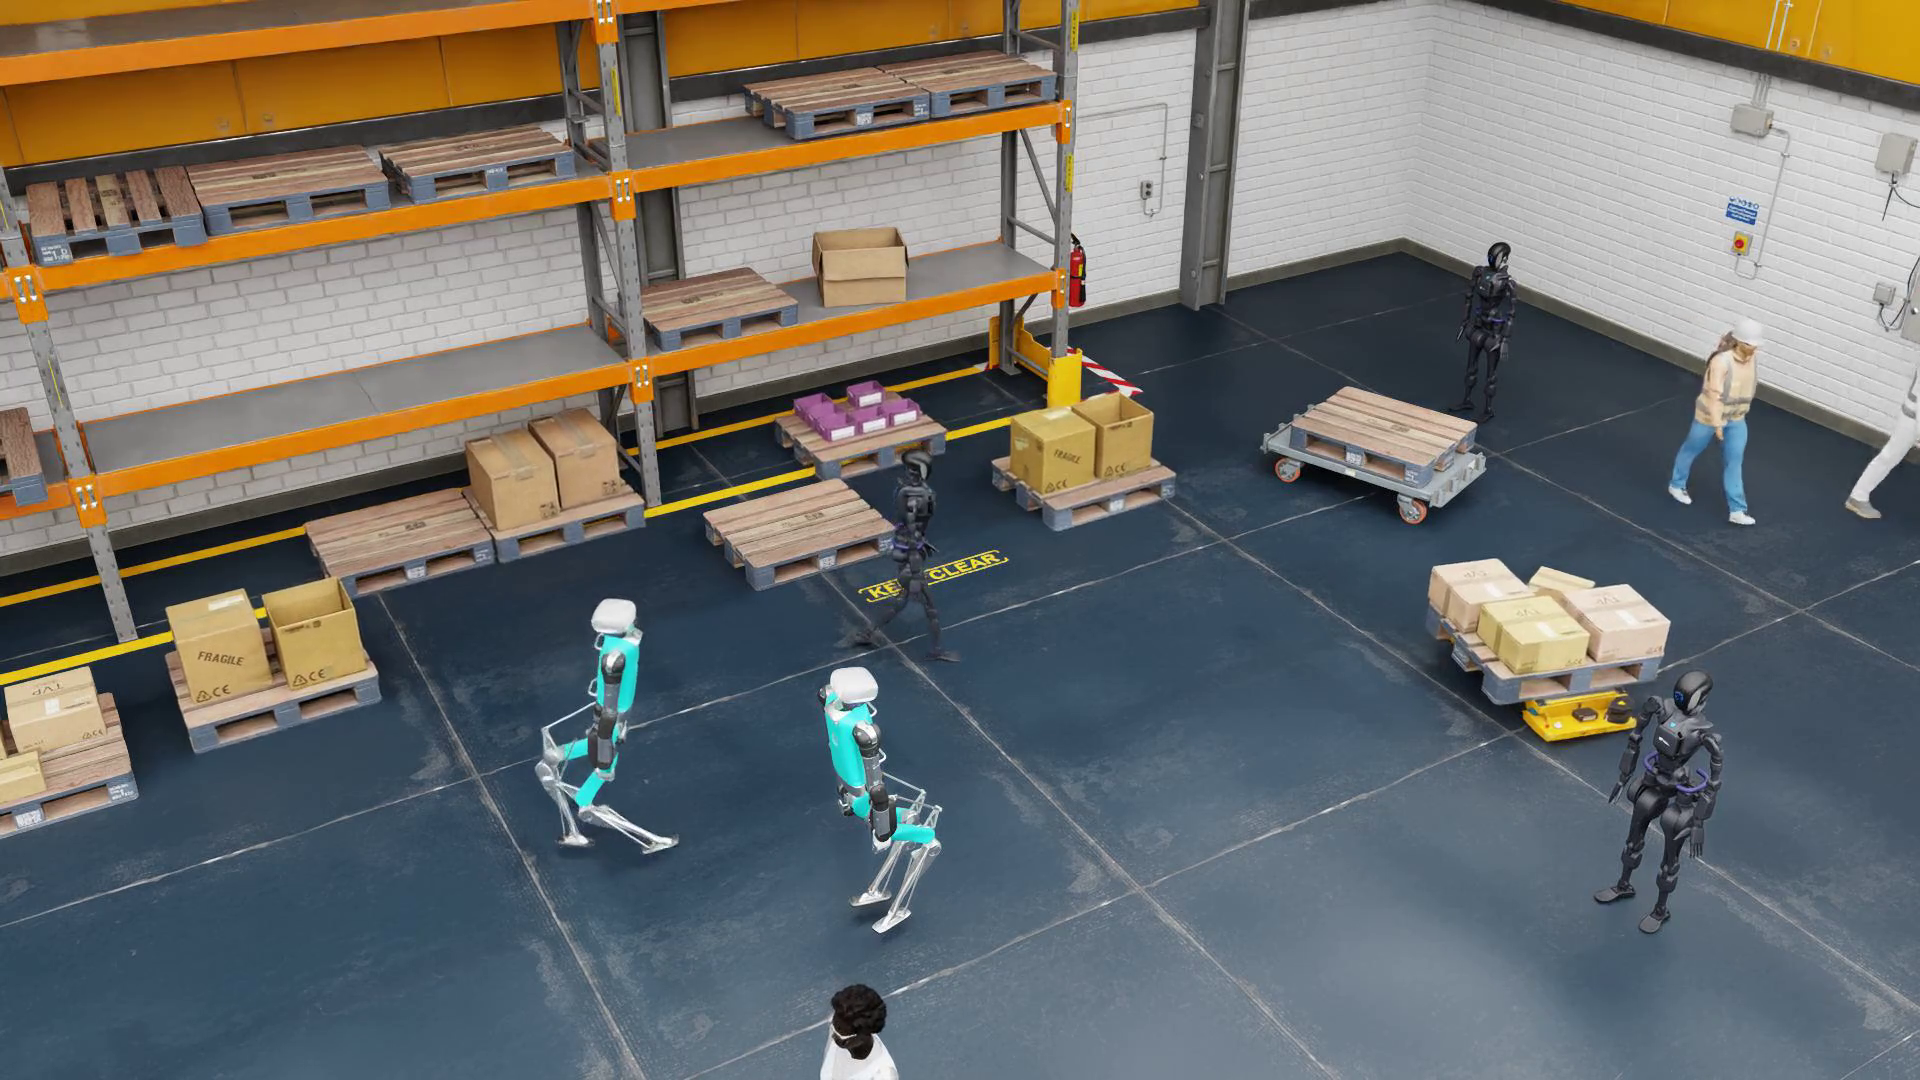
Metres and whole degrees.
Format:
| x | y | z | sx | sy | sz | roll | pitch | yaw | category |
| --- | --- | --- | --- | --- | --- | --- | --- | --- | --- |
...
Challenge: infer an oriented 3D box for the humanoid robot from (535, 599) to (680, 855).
| x | y | z | sx | sy | sz | roll | pitch | yaw | category |
| --- | --- | --- | --- | --- | --- | --- | --- | --- | --- |
| -2.129 | 1.116 | 9.494 | 0.979 | 1.728 | 0.530 | 0 | 29 | 0 | humanoid robot |

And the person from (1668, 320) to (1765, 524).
| x | y | z | sx | sy | sz | roll | pitch | yaw | category |
| --- | --- | --- | --- | --- | --- | --- | --- | --- | --- |
| 6.095 | -0.955 | 13.222 | 0.476 | 1.682 | 0.879 | -7 | 30 | -12 | person |

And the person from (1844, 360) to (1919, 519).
| x | y | z | sx | sy | sz | roll | pitch | yaw | category |
| --- | --- | --- | --- | --- | --- | --- | --- | --- | --- |
| 7.576 | -0.883 | 12.954 | 0.580 | 1.823 | 1.003 | -15 | 33 | -24 | person |

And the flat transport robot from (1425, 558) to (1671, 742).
| x | y | z | sx | sy | sz | roll | pitch | yaw | category |
| --- | --- | --- | --- | --- | --- | --- | --- | --- | --- |
| 3.957 | 0.873 | 11.430 | 0.659 | 0.231 | 1.431 | -7 | 30 | -12 | flat transport robot |

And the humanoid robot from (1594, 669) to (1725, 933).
| x | y | z | sx | sy | sz | roll | pitch | yaw | category |
| --- | --- | --- | --- | --- | --- | --- | --- | --- | --- |
| 3.842 | 1.403 | 9.044 | 0.315 | 1.657 | 0.599 | -16 | 33 | -26 | humanoid robot |

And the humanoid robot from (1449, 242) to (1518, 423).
| x | y | z | sx | sy | sz | roll | pitch | yaw | category |
| --- | --- | --- | --- | --- | --- | --- | --- | --- | --- |
| 4.702 | -1.860 | 14.820 | 0.315 | 1.657 | 0.599 | -16 | 33 | -26 | humanoid robot |

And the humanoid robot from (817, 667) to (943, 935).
| x | y | z | sx | sy | sz | roll | pitch | yaw | category |
| --- | --- | --- | --- | --- | --- | --- | --- | --- | --- |
| -0.359 | 1.352 | 8.953 | 0.735 | 1.677 | 0.533 | -16 | 33 | -26 | humanoid robot |

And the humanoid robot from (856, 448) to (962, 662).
| x | y | z | sx | sy | sz | roll | pitch | yaw | category |
| --- | --- | --- | --- | --- | --- | --- | --- | --- | --- |
| -0.364 | 0.106 | 11.425 | 0.772 | 1.649 | 0.610 | 2 | 30 | 3 | humanoid robot |

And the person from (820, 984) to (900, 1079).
| x | y | z | sx | sy | sz | roll | pitch | yaw | category |
| --- | --- | --- | --- | --- | --- | --- | --- | --- | --- |
| -0.417 | 2.533 | 7.036 | 0.319 | 1.698 | 0.531 | -16 | 33 | -26 | person |
